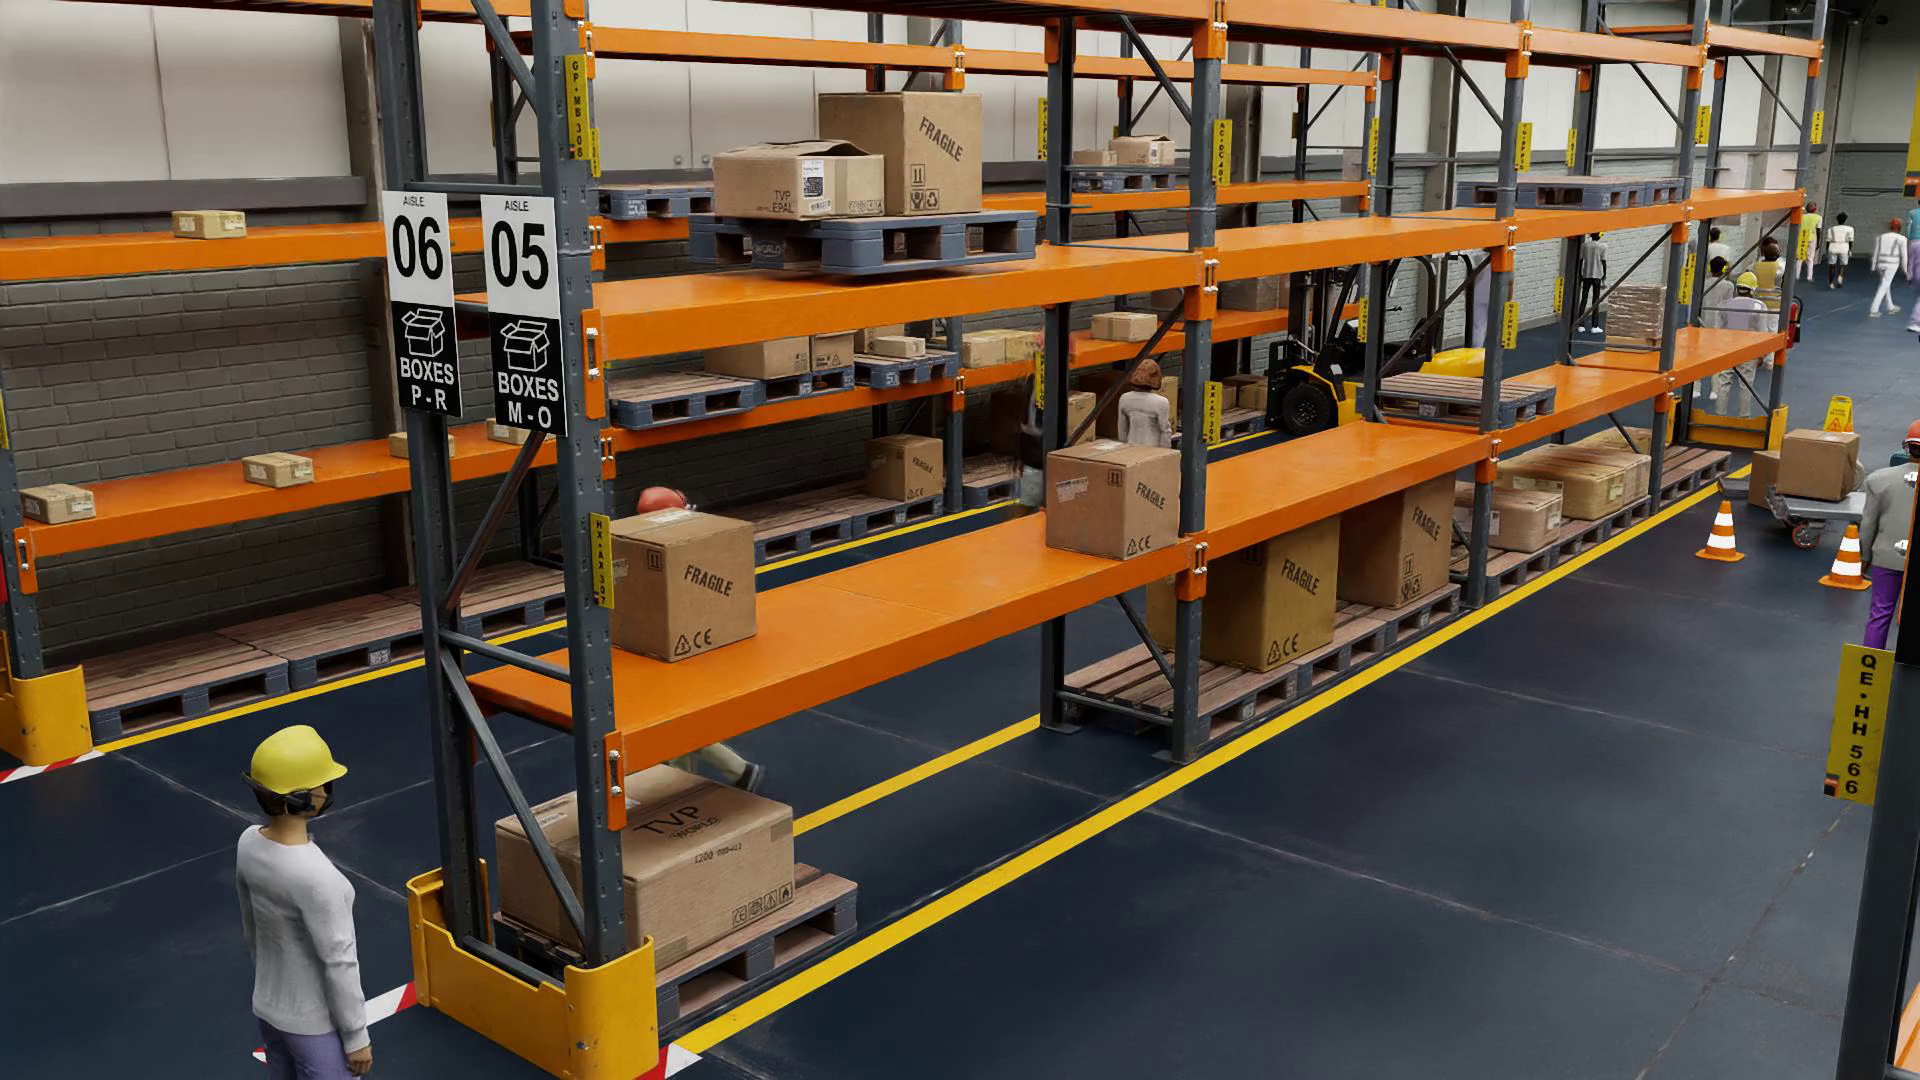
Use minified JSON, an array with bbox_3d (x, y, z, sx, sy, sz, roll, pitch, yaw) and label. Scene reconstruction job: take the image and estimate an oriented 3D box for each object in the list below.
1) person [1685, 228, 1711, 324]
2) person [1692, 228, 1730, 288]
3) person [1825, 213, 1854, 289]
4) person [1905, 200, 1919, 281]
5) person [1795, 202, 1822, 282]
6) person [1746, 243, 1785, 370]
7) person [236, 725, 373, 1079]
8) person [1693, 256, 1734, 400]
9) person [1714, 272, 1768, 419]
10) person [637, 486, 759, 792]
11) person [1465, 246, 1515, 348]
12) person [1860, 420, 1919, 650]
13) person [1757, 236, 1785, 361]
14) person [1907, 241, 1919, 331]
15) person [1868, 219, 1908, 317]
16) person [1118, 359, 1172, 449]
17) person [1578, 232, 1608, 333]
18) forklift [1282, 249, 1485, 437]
[{"bbox_3d":[13.402,-4.820,30.106,0.506,1.842,0.346,11,18,38],"label":"person"},{"bbox_3d":[12.935,-4.455,28.678,0.540,1.810,0.992,3,14,12],"label":"person"},{"bbox_3d":[19.437,-6.393,36.812,0.551,1.685,0.367,7,15,26],"label":"person"},{"bbox_3d":[22.337,-7.030,38.688,0.606,2.044,0.374,11,18,38],"label":"person"},{"bbox_3d":[19.701,-6.931,38.691,0.564,1.846,0.390,11,18,38],"label":"person"},{"bbox_3d":[11.845,-3.428,24.438,0.624,1.844,0.429,11,18,38],"label":"person"},{"bbox_3d":[-1.918,1.398,4.946,0.522,1.768,0.311,11,18,38],"label":"person"},{"bbox_3d":[9.817,-2.770,21.700,0.508,1.872,0.329,11,18,38],"label":"person"},{"bbox_3d":[9.181,-2.230,19.579,0.586,1.833,0.403,11,18,38],"label":"person"},{"bbox_3d":[-1.360,0.568,8.398,0.609,1.723,0.576,2,14,8],"label":"person"},{"bbox_3d":[7.835,-3.571,24.609,0.698,2.000,1.000,6,15,22],"label":"person"},{"bbox_3d":[5.824,0.112,10.206,0.559,1.752,0.326,11,18,38],"label":"person"},{"bbox_3d":[12.228,-3.634,25.158,0.611,1.895,0.514,-9,16,-32],"label":"person"},{"bbox_3d":[17.016,-4.591,29.155,1.012,1.850,0.675,-6,15,-24],"label":"person"},{"bbox_3d":[17.583,-5.131,31.406,0.994,1.822,0.598,-6,15,-23],"label":"person"},{"bbox_3d":[1.516,-0.664,13.615,0.497,1.633,0.284,11,18,38],"label":"person"},{"bbox_3d":[10.999,-4.539,28.918,0.508,1.865,0.329,11,18,38],"label":"person"},{"bbox_3d":[4.886,-2.214,18.767,2.313,2.155,1.214,11,18,38],"label":"forklift"}]
